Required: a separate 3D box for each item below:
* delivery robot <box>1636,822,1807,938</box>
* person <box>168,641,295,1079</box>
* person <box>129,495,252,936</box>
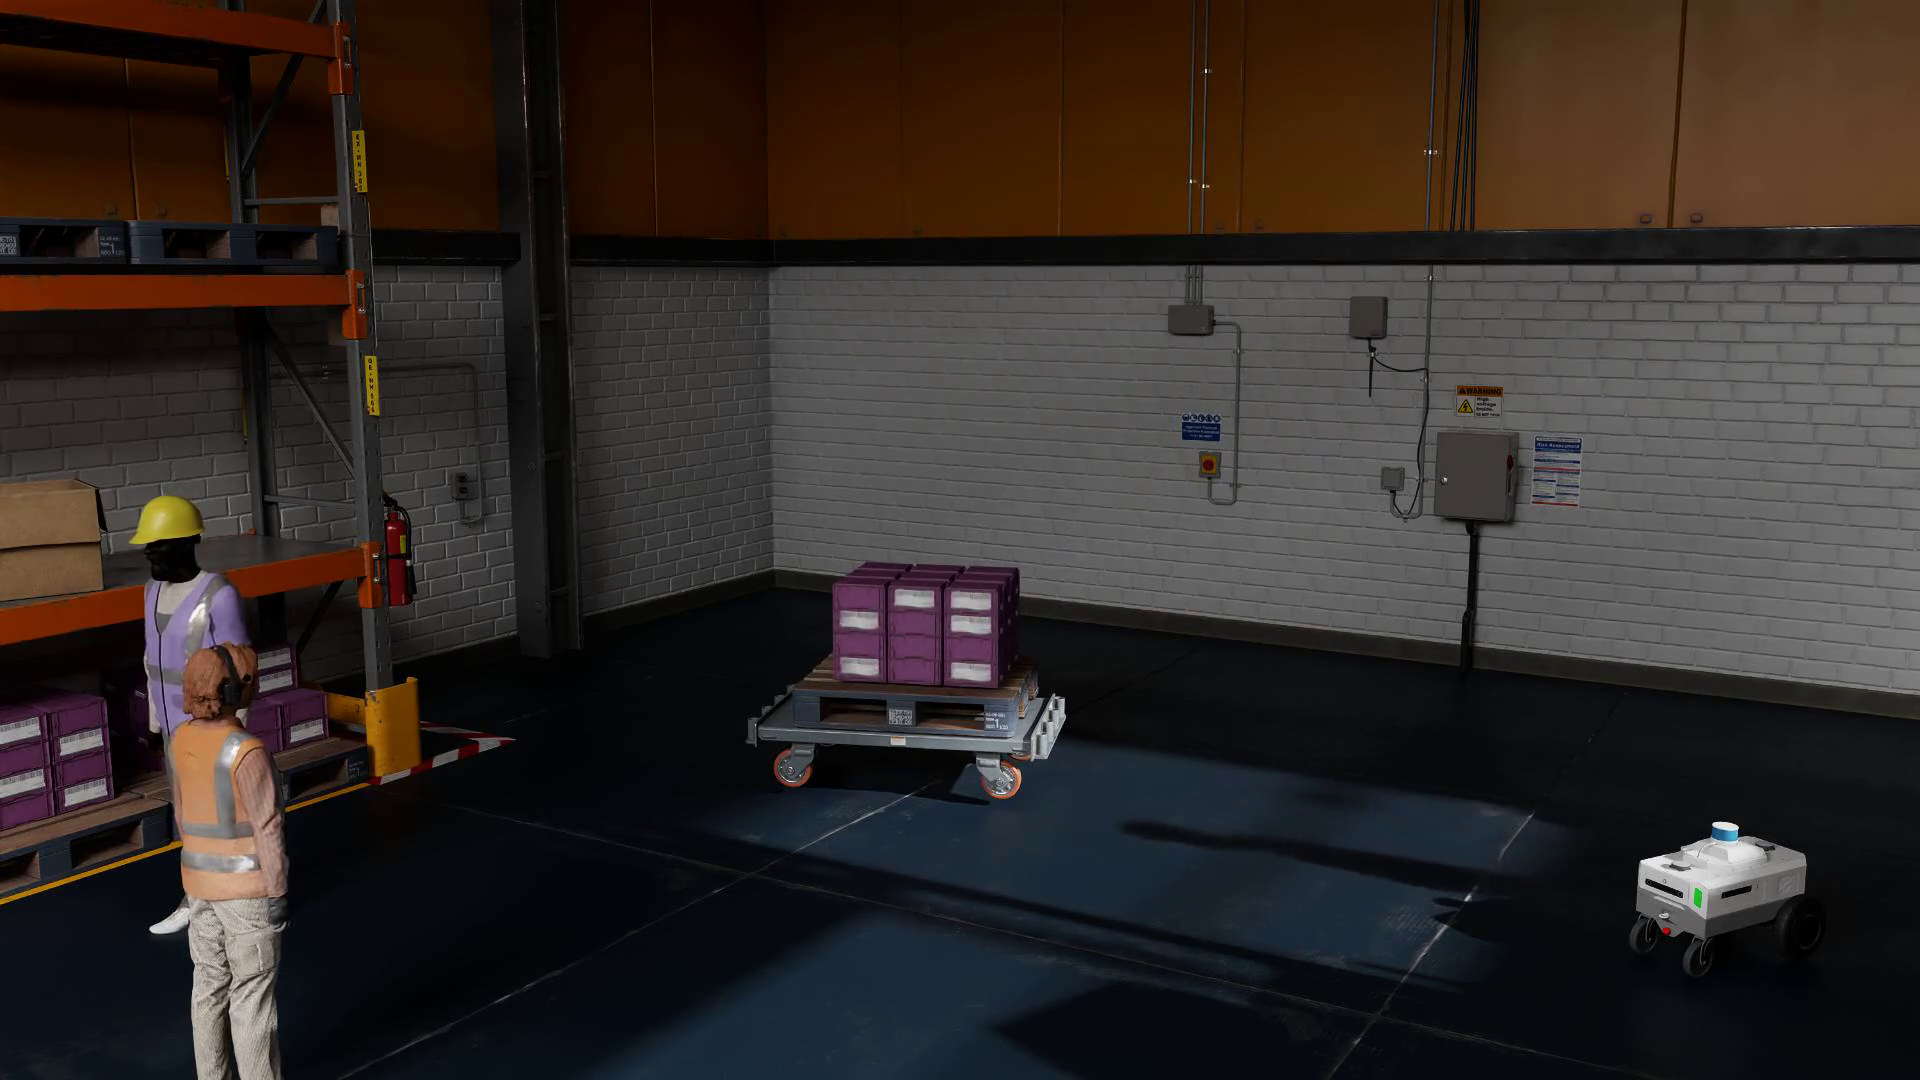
[{"bbox_3d":[3.163,1.417,6.911,0.707,0.478,0.477,-5,10,-27],"label":"delivery robot"},{"bbox_3d":[-2.396,1.149,5.497,0.513,1.641,0.307,6,11,33],"label":"person"},{"bbox_3d":[-3.233,0.763,7.008,0.591,1.925,0.385,5,11,30],"label":"person"}]
